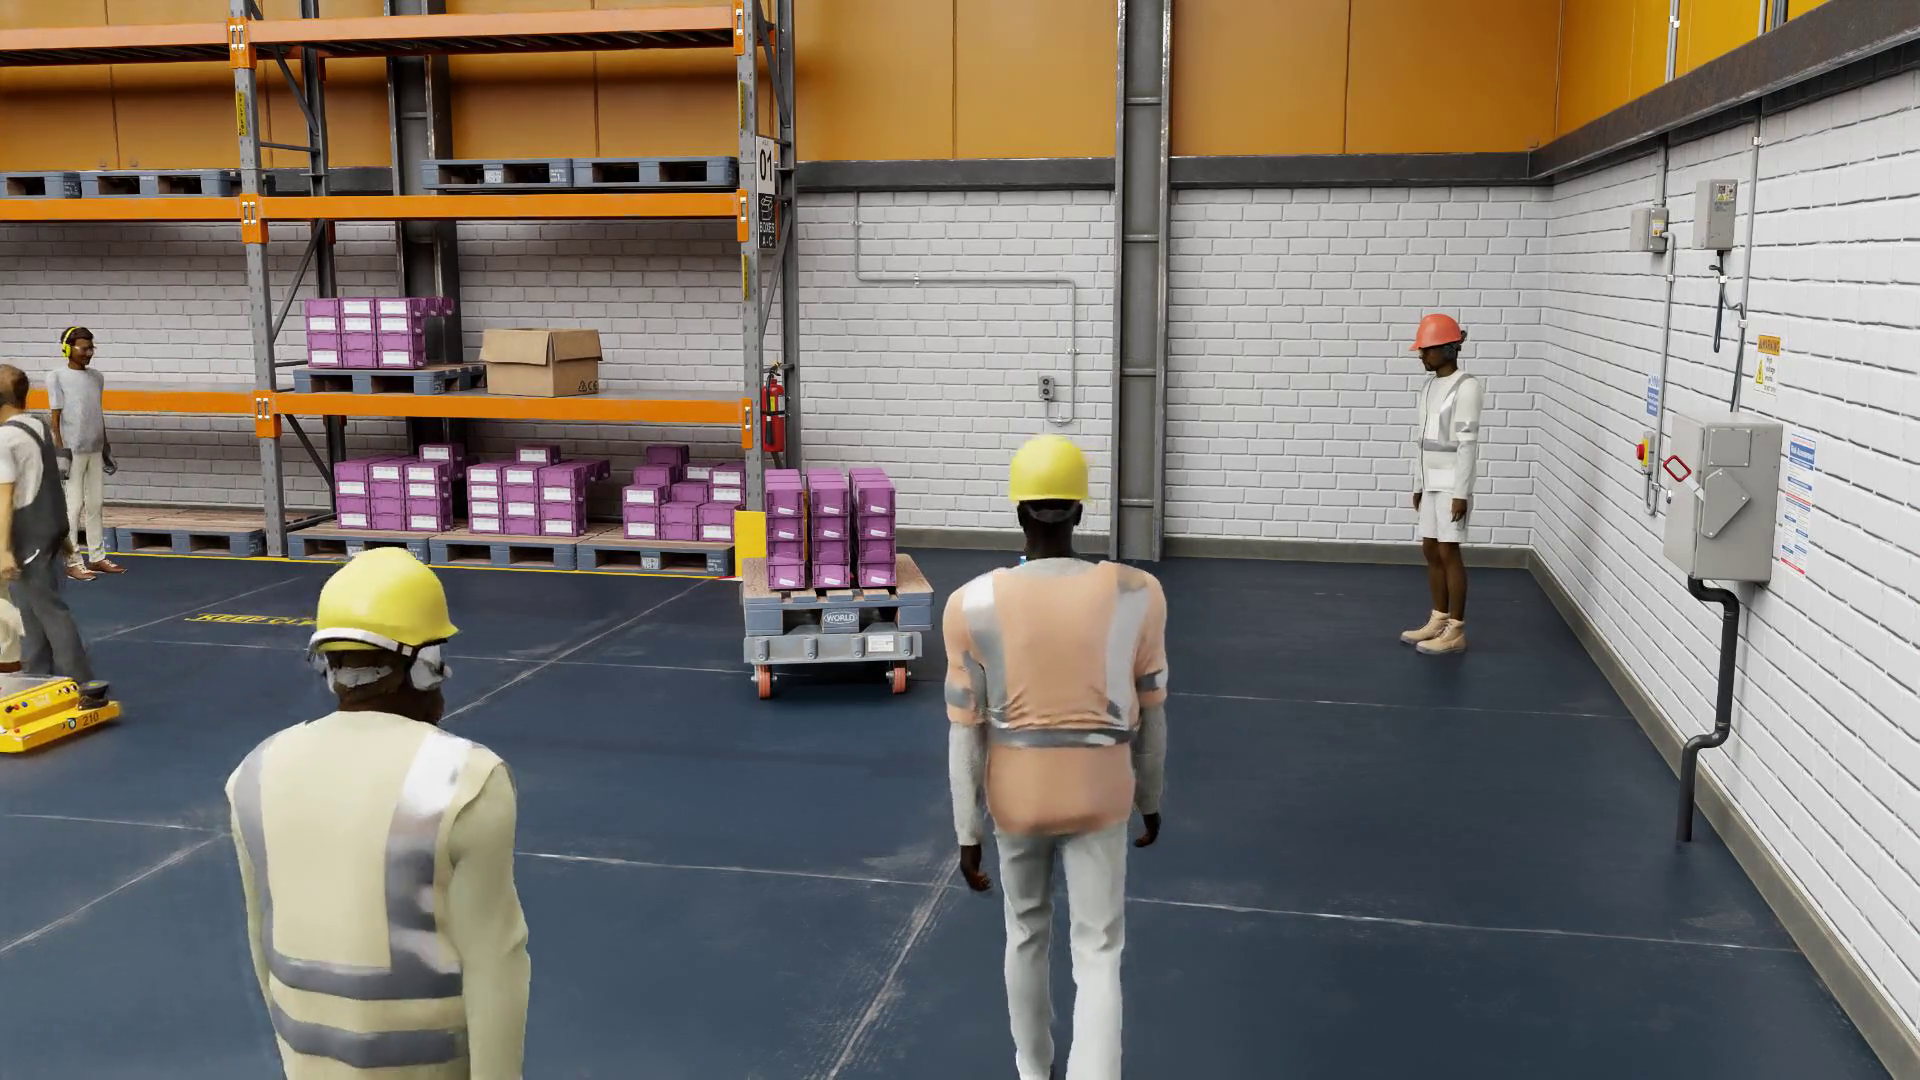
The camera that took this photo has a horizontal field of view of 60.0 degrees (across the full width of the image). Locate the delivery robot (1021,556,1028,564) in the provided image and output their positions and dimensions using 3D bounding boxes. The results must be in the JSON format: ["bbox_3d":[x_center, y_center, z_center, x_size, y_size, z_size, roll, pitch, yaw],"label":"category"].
[{"bbox_3d":[0.414,0.340,10.045,0.477,0.478,0.707,-1,9,-5],"label":"delivery robot"}]

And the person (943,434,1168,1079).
[{"bbox_3d":[0.247,0.676,4.297,0.583,1.896,0.936,1,9,4],"label":"person"}]

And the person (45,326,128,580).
[{"bbox_3d":[-6.476,-0.642,12.309,0.328,1.865,0.508,3,10,16],"label":"person"}]

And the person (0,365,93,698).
[{"bbox_3d":[-4.780,0.008,8.612,0.582,1.813,0.589,-1,9,-3],"label":"person"}]

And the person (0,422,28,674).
[{"bbox_3d":[-5.375,-0.015,9.233,0.392,1.617,0.527,-5,11,-29],"label":"person"}]

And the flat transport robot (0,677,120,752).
[{"bbox_3d":[-5.019,0.827,8.247,1.431,0.197,0.652,2,10,12],"label":"flat transport robot"}]

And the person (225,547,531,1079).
[{"bbox_3d":[-1.016,0.924,3.033,0.619,1.811,0.452,3,10,19],"label":"person"}]

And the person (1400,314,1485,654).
[{"bbox_3d":[2.874,-0.335,9.982,0.410,2.028,0.615,-2,10,-11],"label":"person"}]
